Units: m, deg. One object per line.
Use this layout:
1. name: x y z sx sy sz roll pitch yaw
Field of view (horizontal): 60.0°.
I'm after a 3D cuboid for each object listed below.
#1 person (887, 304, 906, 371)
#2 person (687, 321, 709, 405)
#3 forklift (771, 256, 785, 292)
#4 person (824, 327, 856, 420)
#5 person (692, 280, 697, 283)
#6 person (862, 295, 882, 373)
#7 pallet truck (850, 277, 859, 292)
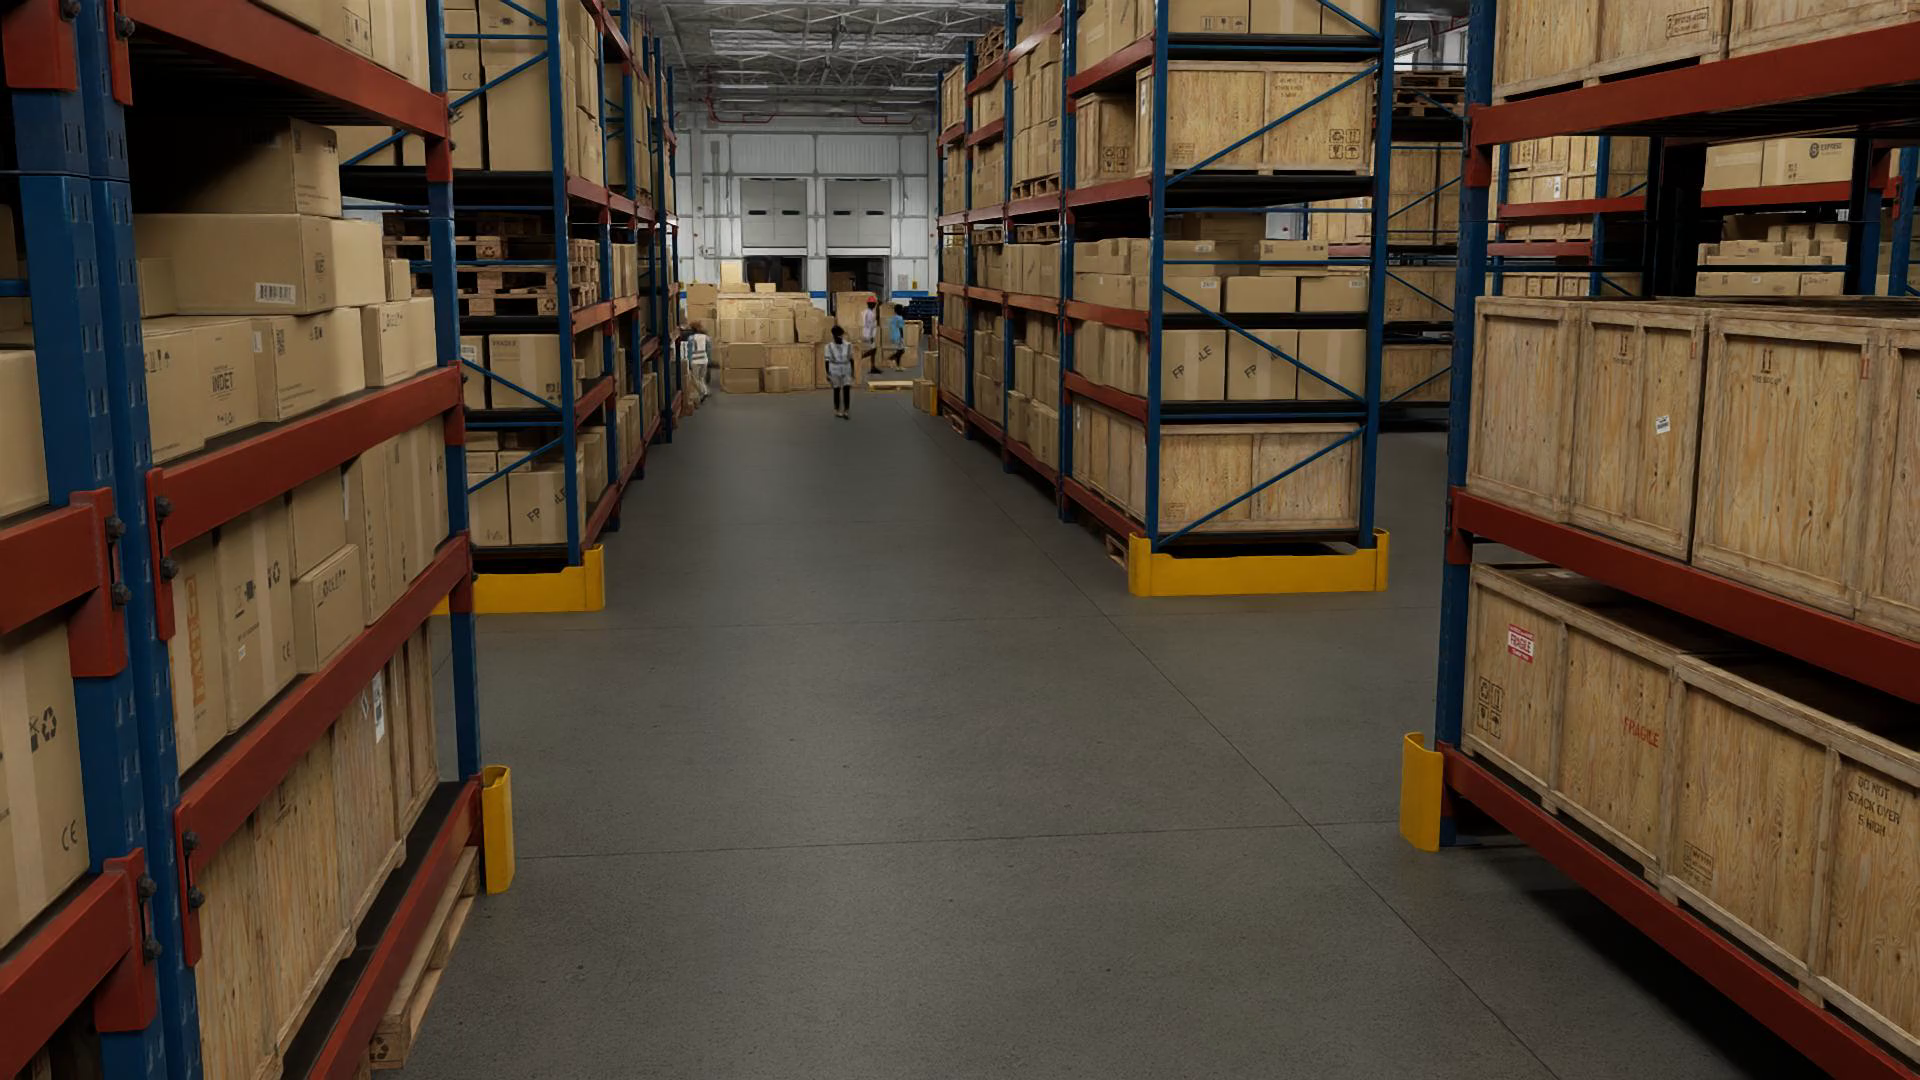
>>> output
1. person: -1.570 -4.994 41.103 0.448 1.685 0.547 -4 11 -22
2. person: -5.032 -3.408 32.031 0.394 1.620 0.544 9 13 41
3. forklift: -6.462 -8.662 58.992 1.873 2.768 1.129 0 10 0
4. person: -2.101 -2.942 29.288 0.589 1.629 0.875 -2 10 -11
5. person: -10.016 -8.857 62.900 0.594 1.926 0.366 -1 10 -6
6. person: -2.253 -4.977 40.378 0.680 1.919 0.541 -2 10 -11
7. pallet truck: -3.782 -9.391 65.808 1.885 1.965 0.823 2 10 10
